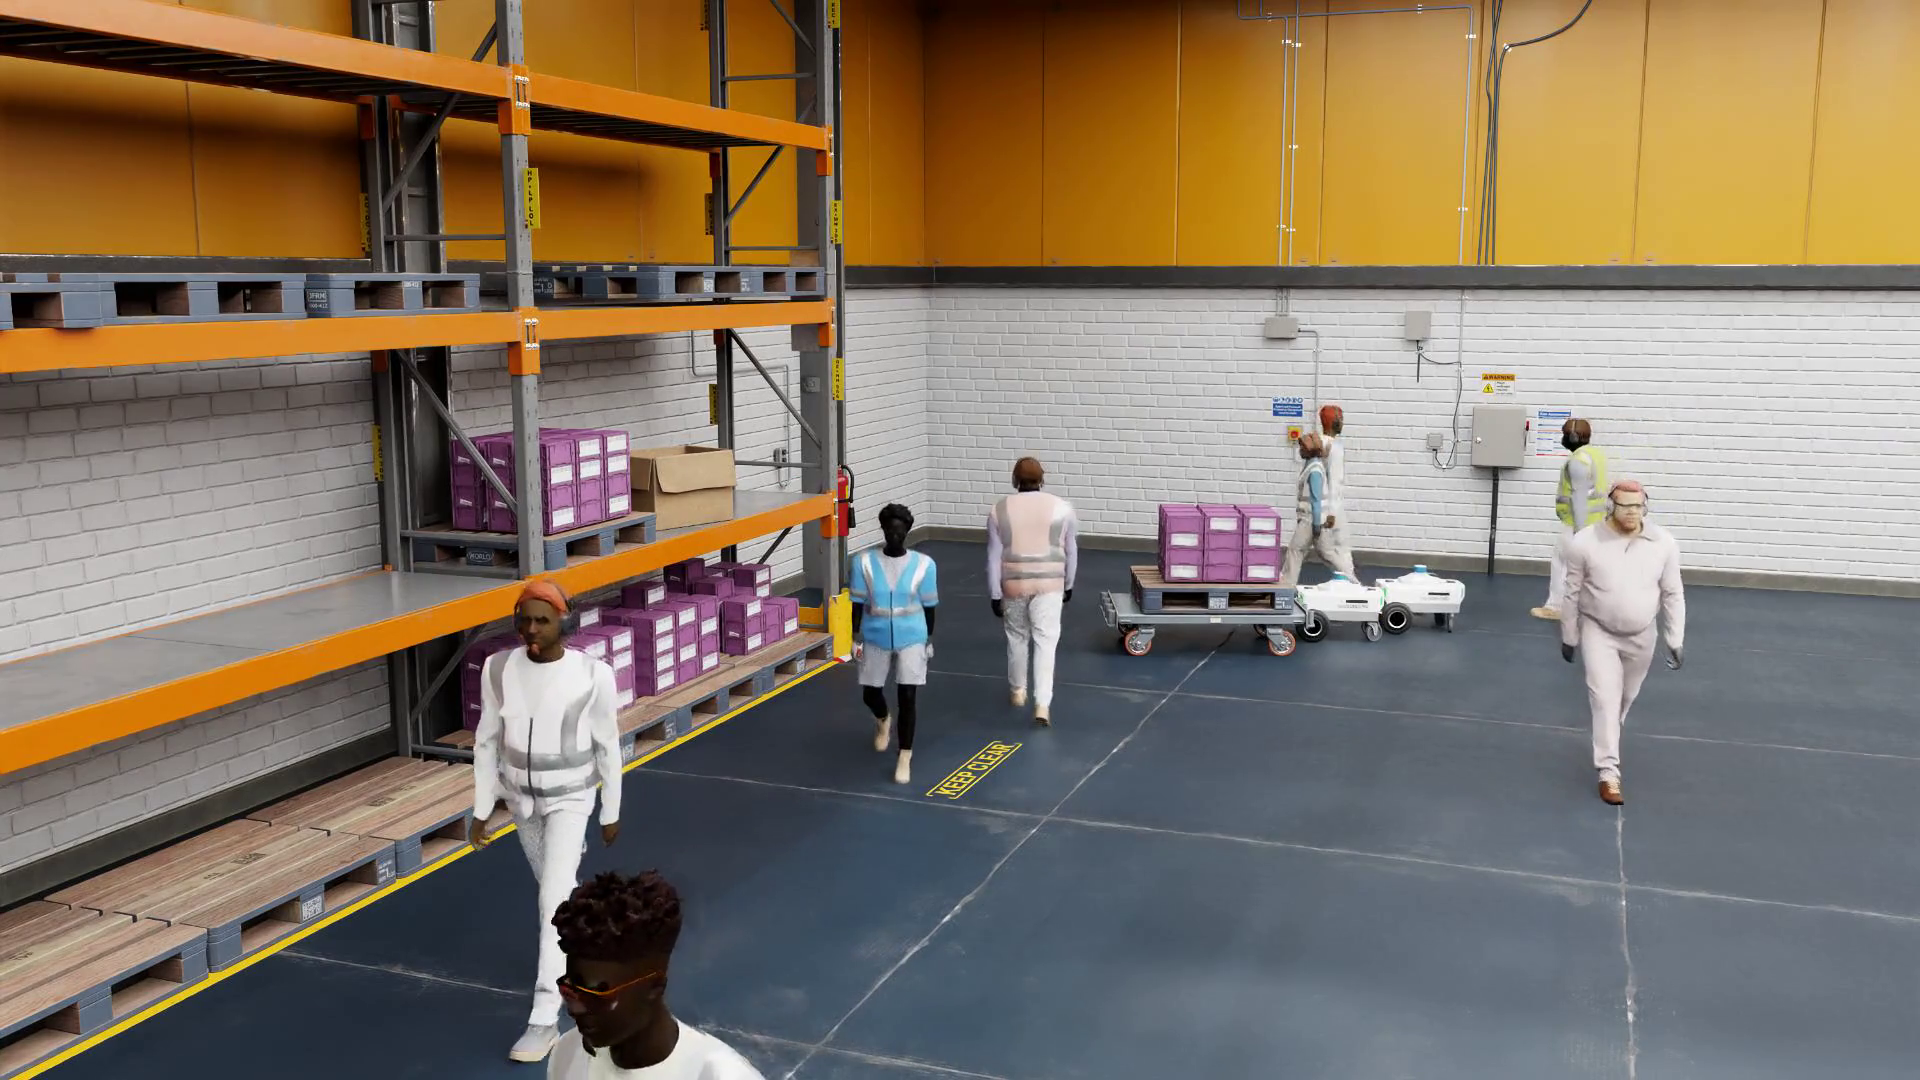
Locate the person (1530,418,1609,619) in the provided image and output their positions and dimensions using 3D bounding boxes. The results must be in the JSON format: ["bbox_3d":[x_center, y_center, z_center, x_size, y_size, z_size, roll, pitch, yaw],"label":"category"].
[{"bbox_3d":[5.519,-0.164,14.520,0.852,1.801,0.652,7,11,37],"label":"person"}]

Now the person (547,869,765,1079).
[{"bbox_3d":[-0.544,1.554,3.361,0.601,1.921,1.001,5,10,30],"label":"person"}]

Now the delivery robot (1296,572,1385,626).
[{"bbox_3d":[3.171,0.508,13.882,0.707,0.478,0.477,1,9,7],"label":"delivery robot"}]

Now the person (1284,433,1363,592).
[{"bbox_3d":[3.310,-0.197,15.342,0.839,1.598,0.529,2,9,12],"label":"person"}]

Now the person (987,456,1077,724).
[{"bbox_3d":[0.491,0.330,11.402,0.614,1.805,0.950,1,9,4],"label":"person"}]

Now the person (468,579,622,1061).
[{"bbox_3d":[-1.649,1.053,6.765,0.571,1.843,0.990,2,9,14],"label":"person"}]

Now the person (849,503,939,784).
[{"bbox_3d":[-0.396,0.595,10.072,0.545,1.685,0.543,0,9,2],"label":"person"}]

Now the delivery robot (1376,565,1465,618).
[{"bbox_3d":[3.929,0.457,14.203,0.707,0.478,0.477,1,9,3],"label":"delivery robot"}]

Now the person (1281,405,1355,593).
[{"bbox_3d":[3.377,-0.344,15.536,0.975,1.845,0.581,-4,10,-23],"label":"person"}]

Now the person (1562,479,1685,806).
[{"bbox_3d":[3.925,0.544,9.897,0.657,1.860,1.008,1,9,6],"label":"person"}]
